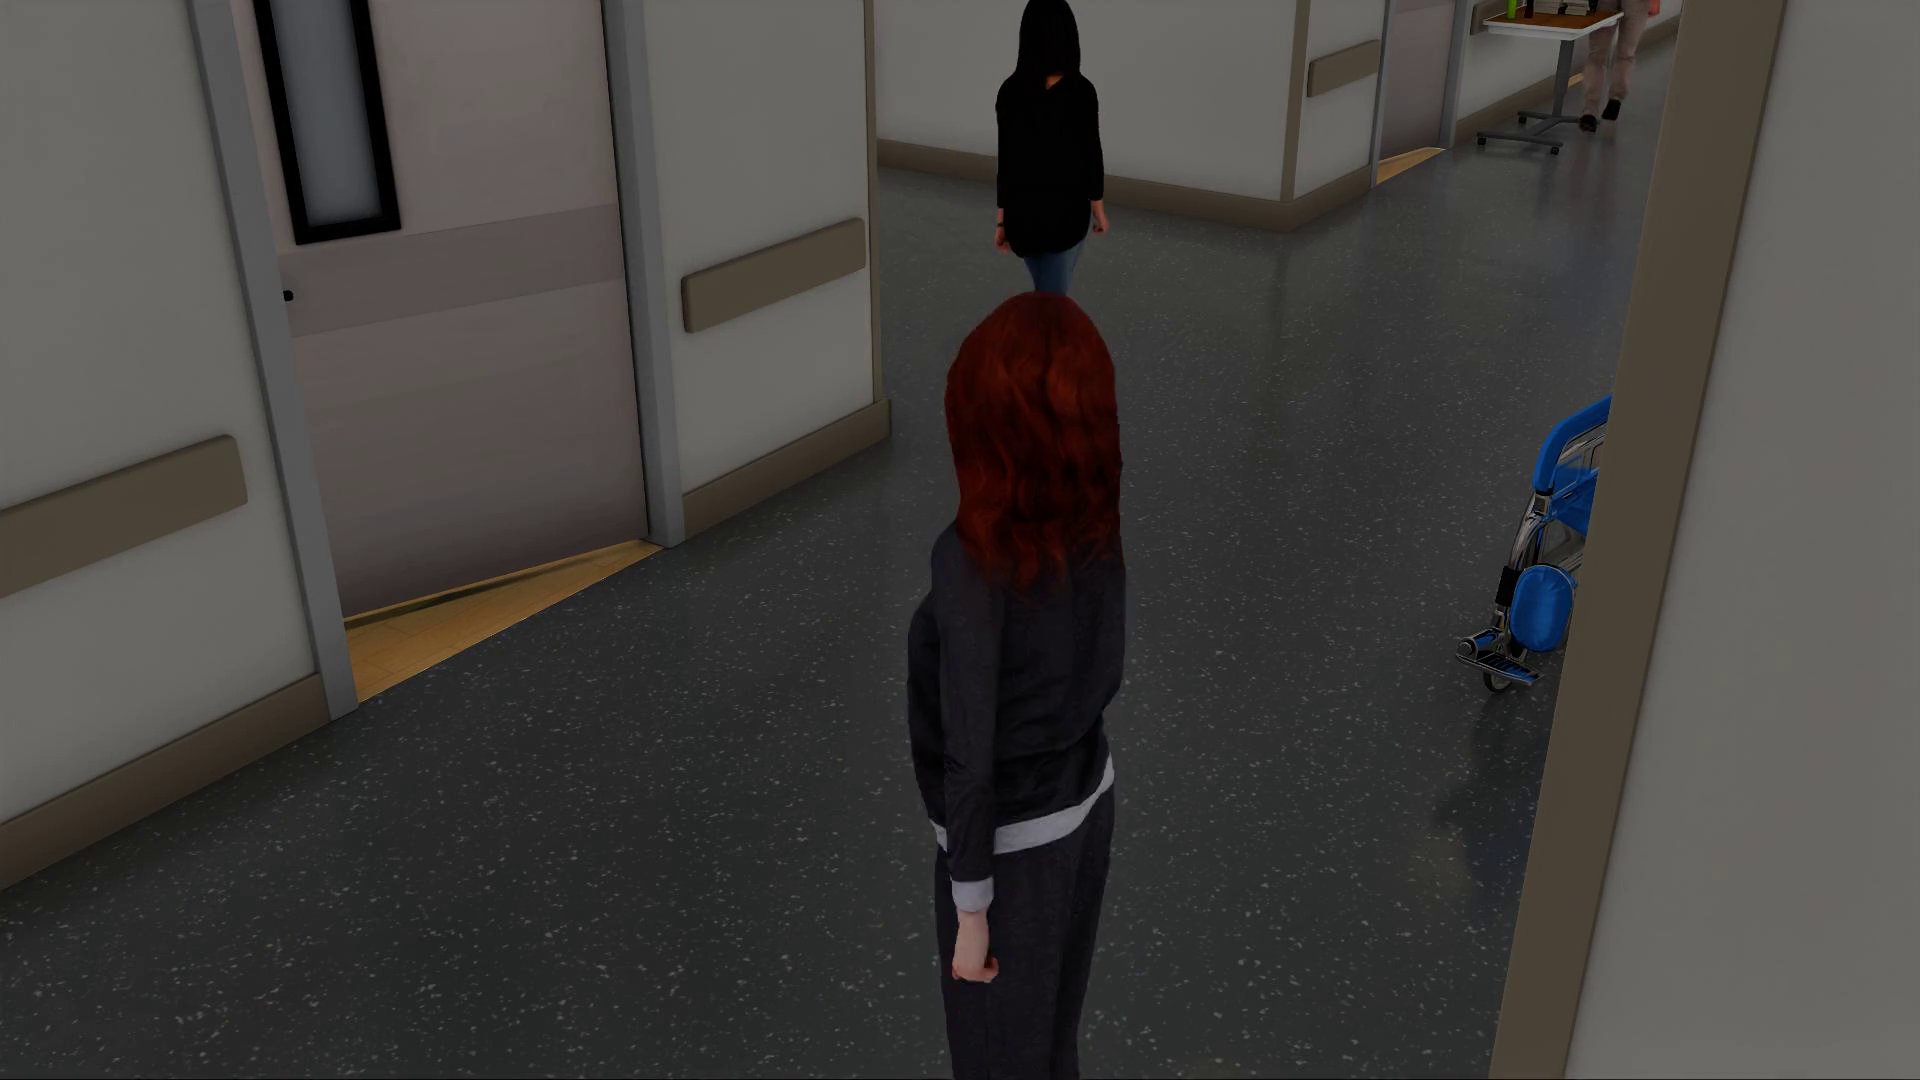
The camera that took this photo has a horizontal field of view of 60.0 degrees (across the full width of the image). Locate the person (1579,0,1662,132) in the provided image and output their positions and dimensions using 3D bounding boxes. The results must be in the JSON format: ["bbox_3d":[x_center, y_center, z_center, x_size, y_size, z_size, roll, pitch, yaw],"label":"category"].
[{"bbox_3d":[4.526,-3.698,11.281,0.766,1.800,1.221,13,29,25],"label":"person"}]

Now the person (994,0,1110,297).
[{"bbox_3d":[0.302,-1.191,6.299,0.627,1.613,1.091,14,29,26],"label":"person"}]

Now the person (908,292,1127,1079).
[{"bbox_3d":[0.100,0.528,2.571,0.868,1.753,0.525,8,27,17],"label":"person"}]
